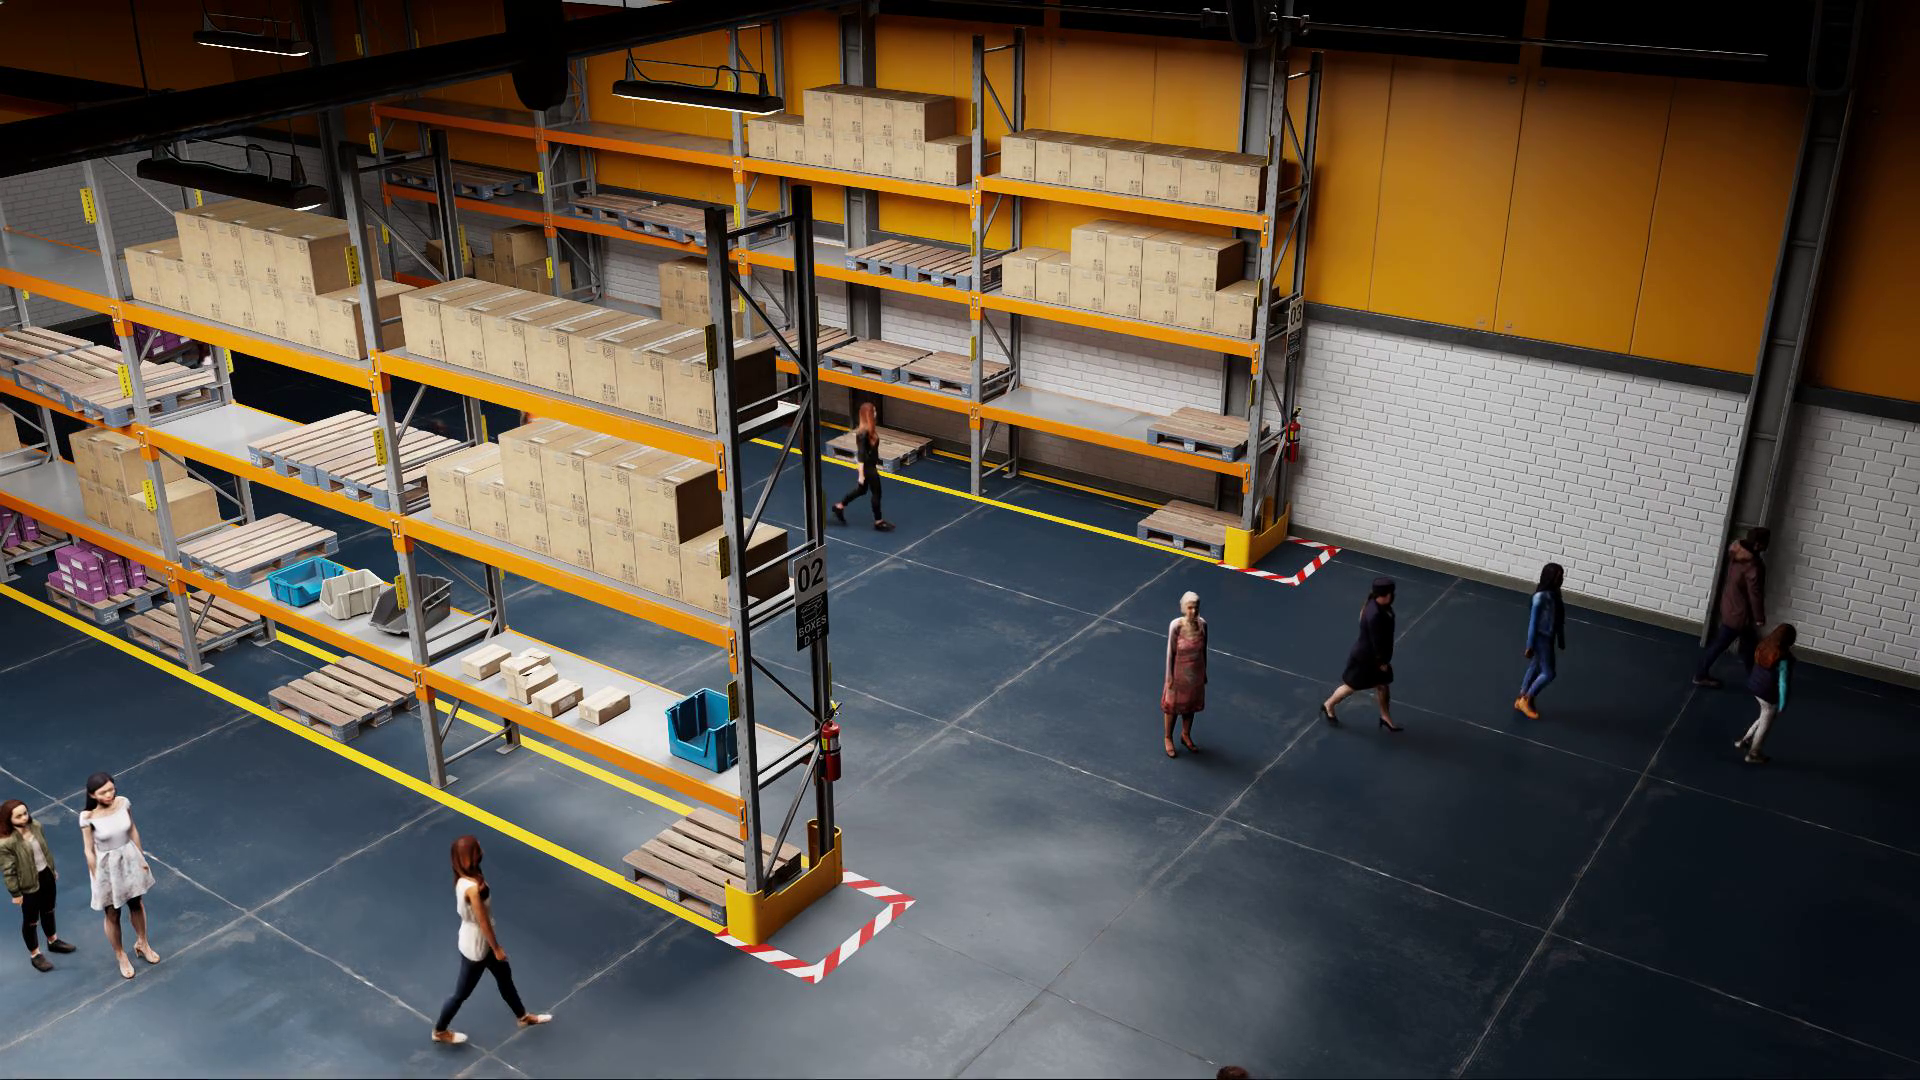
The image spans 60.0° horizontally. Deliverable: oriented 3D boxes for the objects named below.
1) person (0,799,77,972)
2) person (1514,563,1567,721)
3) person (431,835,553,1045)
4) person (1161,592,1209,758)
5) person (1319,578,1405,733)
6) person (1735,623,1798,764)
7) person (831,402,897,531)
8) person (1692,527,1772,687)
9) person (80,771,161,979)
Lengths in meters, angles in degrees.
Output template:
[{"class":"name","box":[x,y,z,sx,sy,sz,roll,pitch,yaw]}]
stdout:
[{"class":"person","box":[-7.315,2.685,13.118,0.598,1.475,0.642,7,24,15]},{"class":"person","box":[5.761,0.989,16.720,0.651,1.698,0.635,18,29,36]},{"class":"person","box":[-3.619,2.975,12.127,1.094,1.738,1.104,-7,25,-15]},{"class":"person","box":[2.171,1.279,16.067,0.696,1.691,0.733,-8,25,-19]},{"class":"person","box":[3.968,1.155,16.420,1.101,1.633,0.757,12,26,26]},{"class":"person","box":[7.666,1.465,15.893,0.741,1.488,0.695,0,24,0]},{"class":"person","box":[-1.272,-0.924,21.114,1.184,1.684,0.950,3,24,7]},{"class":"person","box":[7.956,0.723,17.197,1.209,1.804,0.988,6,24,13]},{"class":"person","box":[-6.565,2.587,12.967,0.613,1.776,0.632,16,28,32]}]
